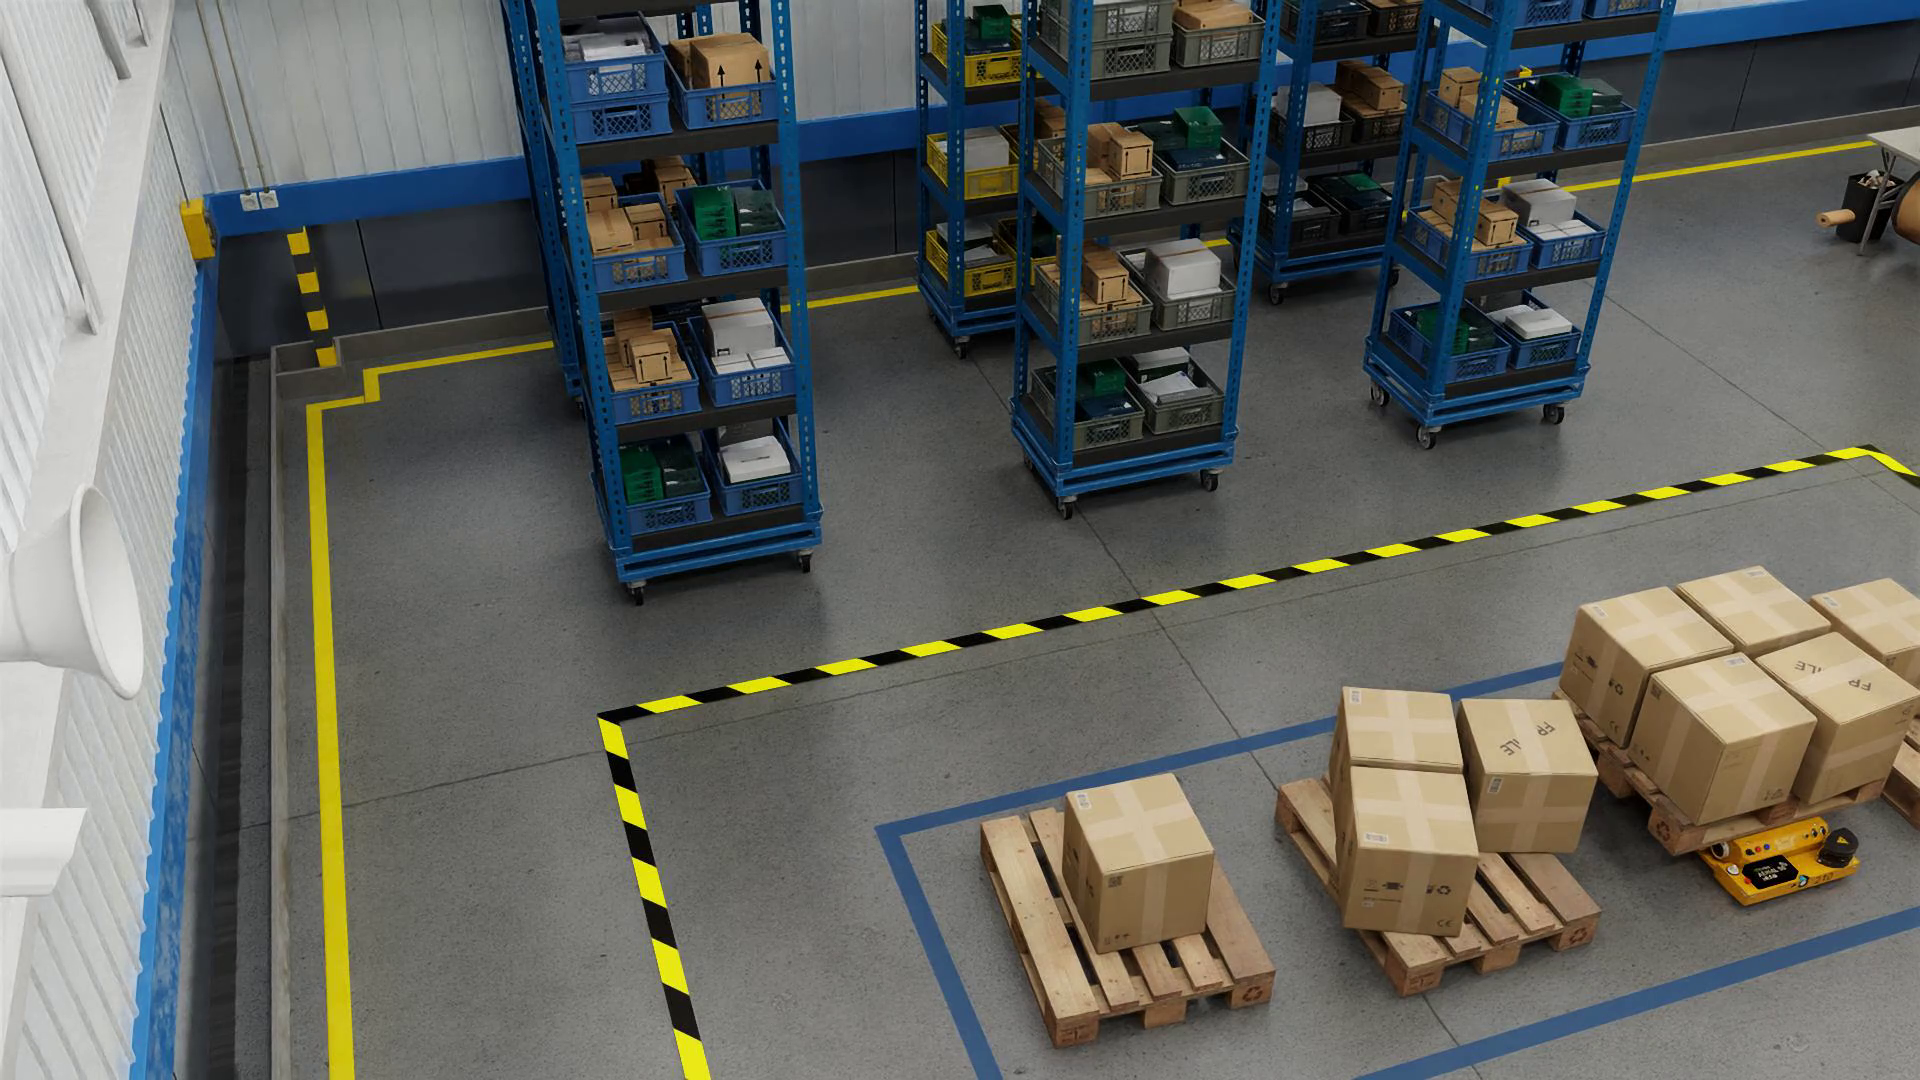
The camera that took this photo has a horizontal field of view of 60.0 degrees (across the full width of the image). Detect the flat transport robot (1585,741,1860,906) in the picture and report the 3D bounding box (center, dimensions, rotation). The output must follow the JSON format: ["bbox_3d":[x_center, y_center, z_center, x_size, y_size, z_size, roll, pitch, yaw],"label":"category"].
[{"bbox_3d":[3.738,1.188,8.347,0.652,0.197,1.431,-11,37,-15],"label":"flat transport robot"}]
